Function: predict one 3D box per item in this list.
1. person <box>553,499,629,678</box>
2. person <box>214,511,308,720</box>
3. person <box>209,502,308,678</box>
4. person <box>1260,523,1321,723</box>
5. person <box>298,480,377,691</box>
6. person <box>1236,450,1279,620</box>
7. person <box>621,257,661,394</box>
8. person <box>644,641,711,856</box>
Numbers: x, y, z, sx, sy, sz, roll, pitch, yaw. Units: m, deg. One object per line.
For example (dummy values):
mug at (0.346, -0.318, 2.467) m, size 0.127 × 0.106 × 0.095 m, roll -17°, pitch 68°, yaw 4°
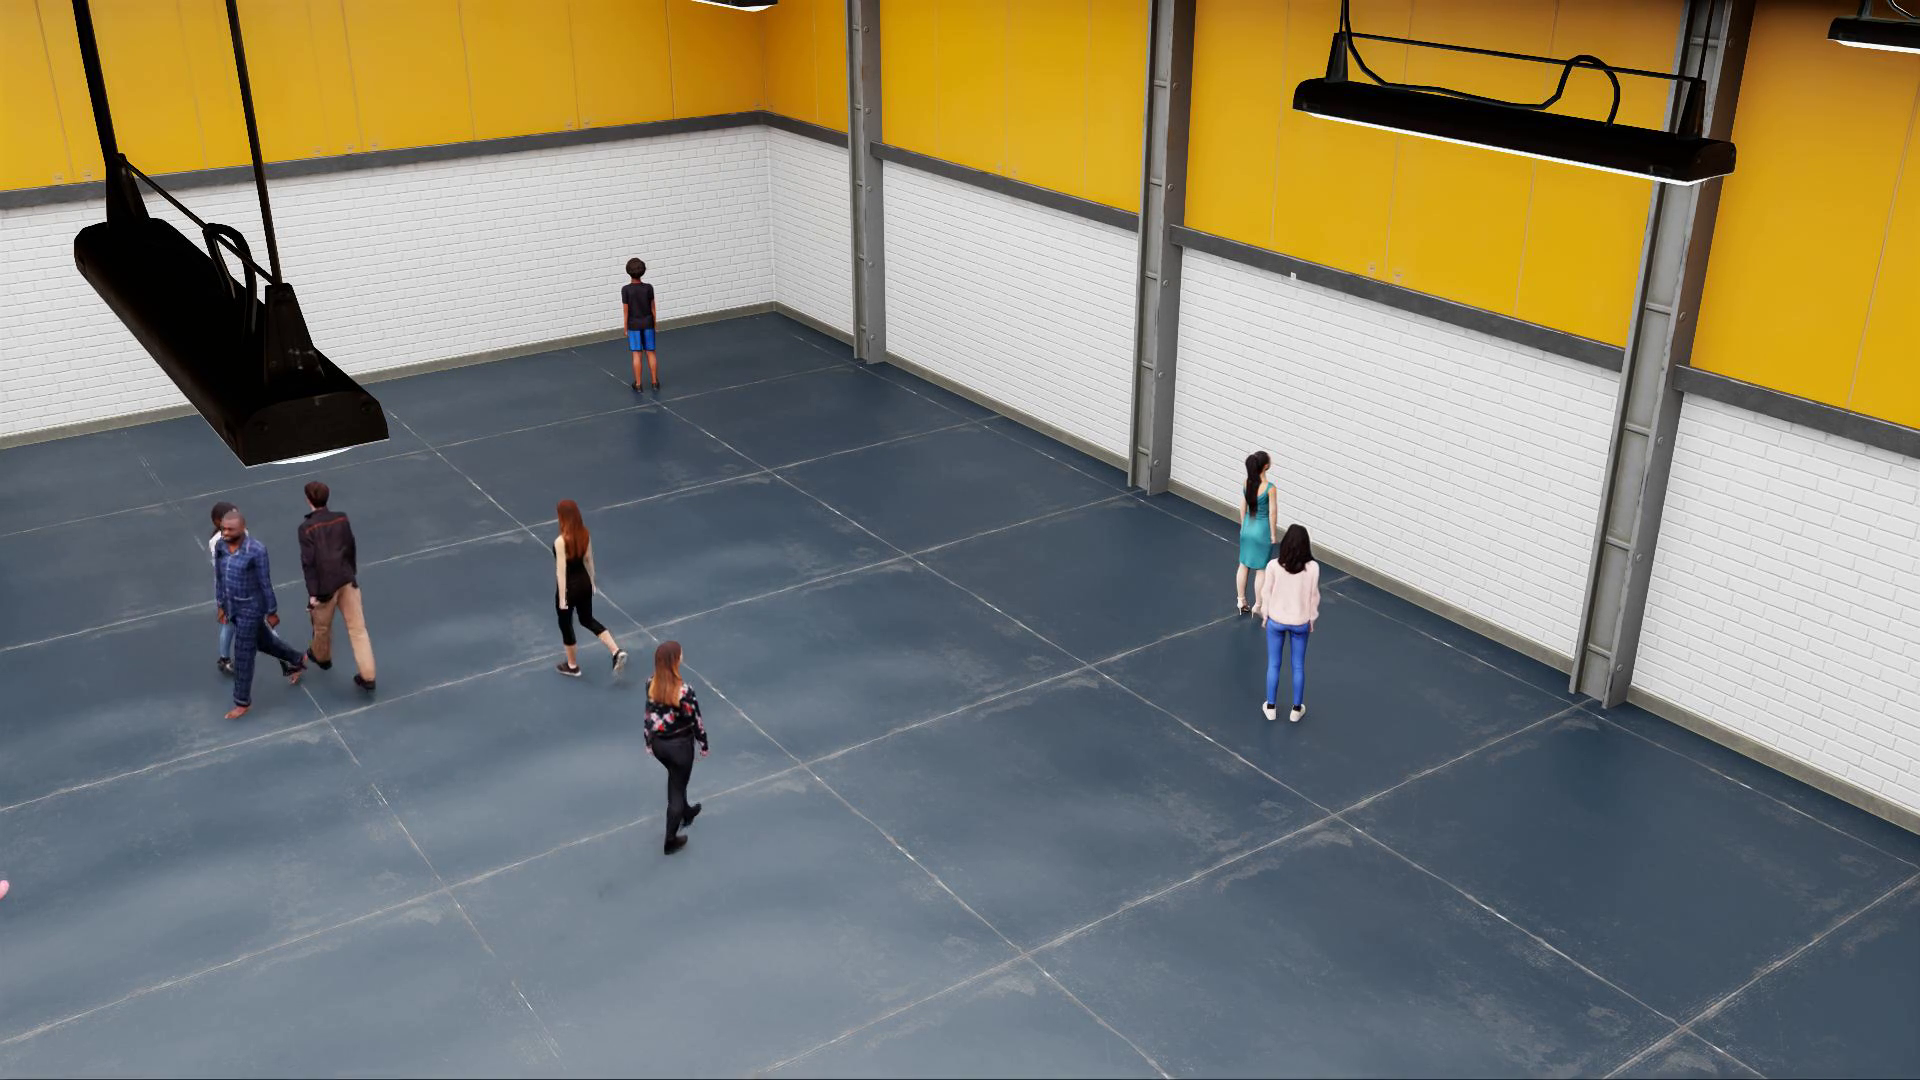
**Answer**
person at (-3.301, 0.461, 14.543) m, size 1.066 × 1.708 × 0.835 m, roll 13°, pitch 27°, yaw 27°
person at (-6.019, 0.567, 14.214) m, size 1.210 × 1.777 × 1.108 m, roll 11°, pitch 26°, yaw 24°
person at (-6.400, 0.472, 14.558) m, size 1.184 × 1.675 × 0.993 m, roll 8°, pitch 25°, yaw 19°
person at (2.751, 0.696, 13.928) m, size 0.702 × 1.769 × 0.776 m, roll 6°, pitch 24°, yaw 13°
person at (-5.373, 0.440, 14.385) m, size 1.304 × 1.872 × 0.895 m, roll 21°, pitch 31°, yaw 39°
person at (2.806, -0.056, 15.752) m, size 0.634 × 1.685 × 0.459 m, roll -21°, pitch 31°, yaw -39°
person at (-4.221, -2.845, 21.991) m, size 0.656 × 1.799 × 0.657 m, roll -9°, pitch 25°, yaw -19°
person at (-2.138, 1.543, 12.126) m, size 0.883 × 1.661 × 0.880 m, roll 11°, pitch 26°, yaw 24°
